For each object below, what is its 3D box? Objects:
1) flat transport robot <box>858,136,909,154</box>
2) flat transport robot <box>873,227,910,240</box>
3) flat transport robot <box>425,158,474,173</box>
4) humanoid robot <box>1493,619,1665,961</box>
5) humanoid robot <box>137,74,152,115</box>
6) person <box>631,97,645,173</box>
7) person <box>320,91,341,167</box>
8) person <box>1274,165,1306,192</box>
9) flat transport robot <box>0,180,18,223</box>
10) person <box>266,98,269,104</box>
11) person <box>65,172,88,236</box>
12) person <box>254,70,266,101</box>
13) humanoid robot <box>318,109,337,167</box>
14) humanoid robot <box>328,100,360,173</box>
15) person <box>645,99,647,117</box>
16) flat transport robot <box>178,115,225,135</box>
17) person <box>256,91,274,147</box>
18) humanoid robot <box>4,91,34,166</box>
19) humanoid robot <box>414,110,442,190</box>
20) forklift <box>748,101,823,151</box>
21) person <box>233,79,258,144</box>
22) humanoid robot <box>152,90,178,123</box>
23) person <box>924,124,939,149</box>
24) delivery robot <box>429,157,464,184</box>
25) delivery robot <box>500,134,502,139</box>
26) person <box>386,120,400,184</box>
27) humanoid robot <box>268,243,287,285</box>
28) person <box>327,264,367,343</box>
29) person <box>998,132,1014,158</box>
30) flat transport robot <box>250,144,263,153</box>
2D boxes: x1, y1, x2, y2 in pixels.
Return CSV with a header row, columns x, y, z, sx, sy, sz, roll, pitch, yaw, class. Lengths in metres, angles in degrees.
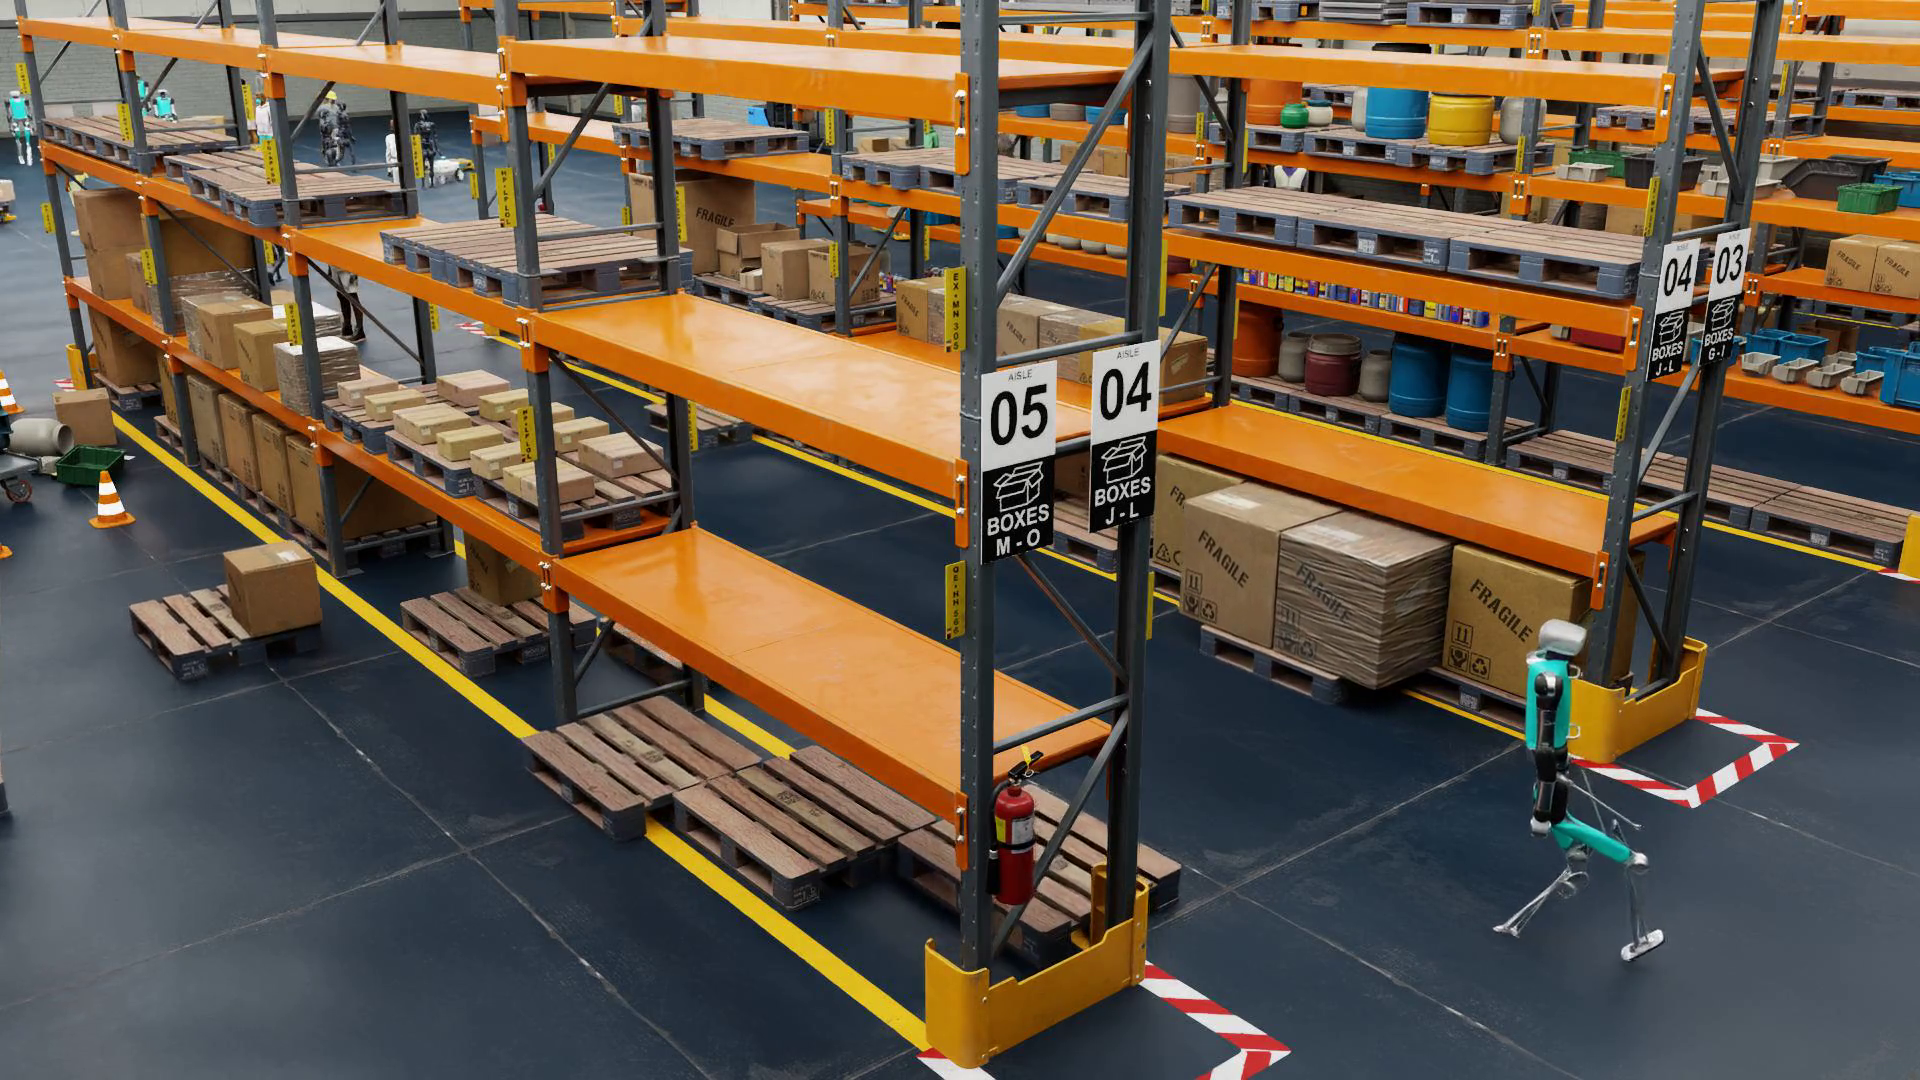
x,y,z,sx,sy,sz,roll,pitch,yaw,class
-1.642,-8.161,37.162,0.659,0.231,1.431,14,24,35,flat transport robot
-1.018,-5.564,29.772,0.659,0.231,1.431,-7,21,-20,flat transport robot
-11.951,-8.698,38.690,0.659,0.231,1.431,17,25,40,flat transport robot
3.170,1.277,8.157,0.989,1.782,0.530,7,20,19,humanoid robot
-21.996,-11.496,44.545,0.542,1.855,0.772,0,19,-1,humanoid robot
-7.324,-9.135,37.484,0.352,1.896,0.561,4,20,11,person
-14.827,-9.722,39.360,0.372,1.744,0.539,18,26,41,person
5.317,-5.447,27.065,0.564,1.842,0.388,2,19,6,person
-18.383,-5.963,30.906,0.659,0.231,1.431,7,20,18,flat transport robot
-18.527,-11.614,44.833,0.316,1.695,0.541,-9,21,-24,person
-15.813,-6.395,29.713,0.406,1.885,0.516,-2,19,-6,person
-19.868,-12.652,47.541,0.400,1.870,0.493,10,22,26,person
-13.581,-8.433,35.790,0.315,1.657,0.599,-12,23,-30,humanoid robot
-14.232,-9.280,38.270,0.695,1.632,0.589,2,19,6,humanoid robot
-7.922,-11.121,43.012,0.398,1.978,0.489,17,26,40,person
-18.935,-9.776,41.757,1.431,0.231,0.659,-4,20,-10,flat transport robot
-15.565,-9.098,37.349,0.493,1.916,0.378,7,21,19,person
-22.497,-9.854,39.785,0.540,1.781,0.935,-14,24,-34,humanoid robot
-11.398,-8.356,35.571,0.315,1.657,0.599,15,24,36,humanoid robot
-4.526,-11.368,42.374,1.129,2.768,1.873,-15,24,-37,forklift
-18.049,-10.729,42.100,0.793,1.844,0.414,9,21,25,person
-18.862,-9.854,39.751,1.023,1.733,0.561,15,25,37,humanoid robot
-0.603,-7.566,33.267,0.477,1.733,0.324,12,23,31,person
-11.369,-8.158,36.722,0.499,0.594,0.778,7,21,19,delivery robot
-12.308,-11.196,45.343,0.499,0.577,0.769,-12,23,-31,delivery robot
-10.545,-7.003,31.429,0.583,1.883,0.337,3,20,9,person
-10.490,-4.703,25.229,0.595,1.640,0.608,3,20,9,humanoid robot
-7.960,-3.528,21.419,0.612,1.964,0.361,15,24,37,person
0.808,-7.068,31.875,0.593,1.714,0.923,-15,24,-36,person
-18.113,-9.846,41.958,1.431,0.231,0.659,2,19,7,flat transport robot
